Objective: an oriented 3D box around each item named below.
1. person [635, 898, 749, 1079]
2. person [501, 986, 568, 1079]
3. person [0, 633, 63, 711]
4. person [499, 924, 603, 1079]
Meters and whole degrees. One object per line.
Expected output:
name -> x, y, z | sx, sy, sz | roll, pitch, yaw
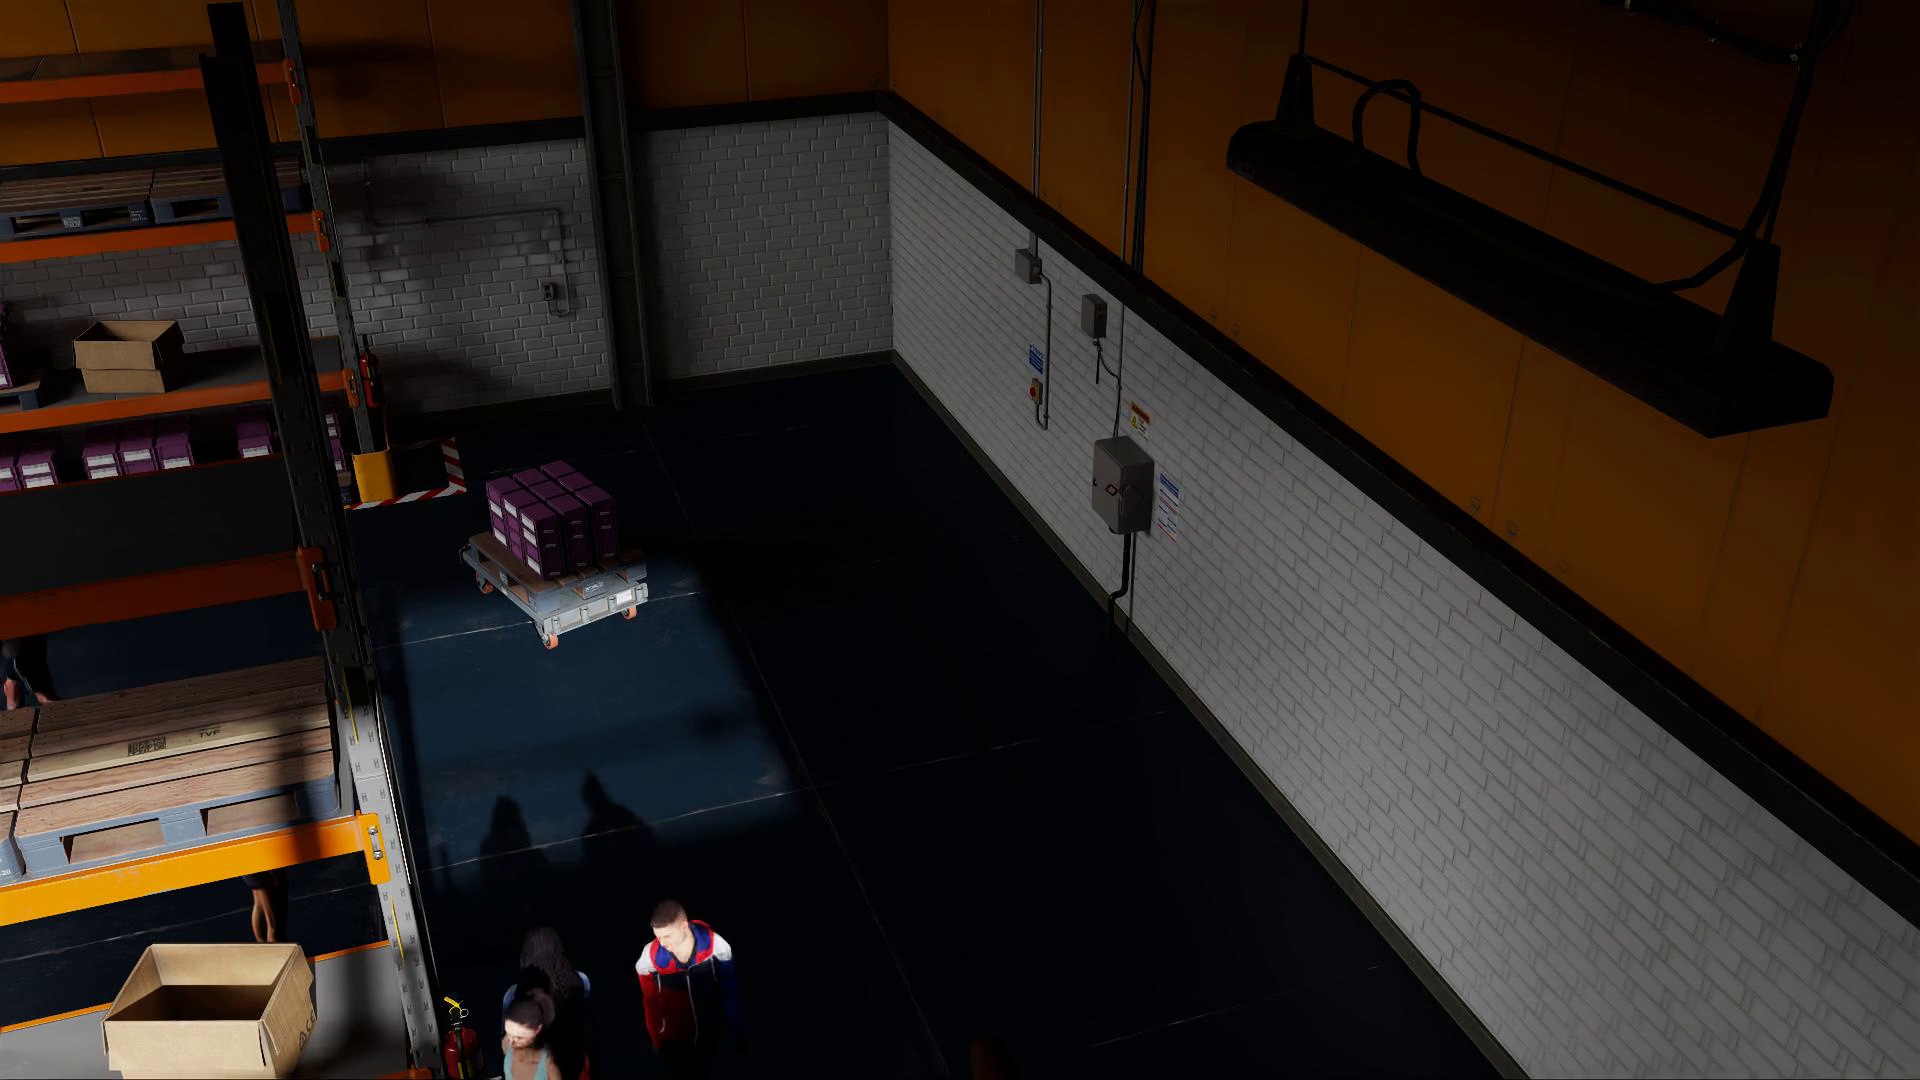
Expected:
person -> -1.415, 2.508, 8.764 | 1.071, 1.697, 0.719 | -11, 30, -19
person -> -1.952, 2.841, 8.109 | 0.943, 1.741, 1.022 | 14, 32, 24
person -> -6.553, 0.781, 11.798 | 0.993, 1.824, 0.686 | -9, 30, -16
person -> -2.021, 2.734, 8.363 | 1.037, 1.685, 0.780 | -15, 32, -26
